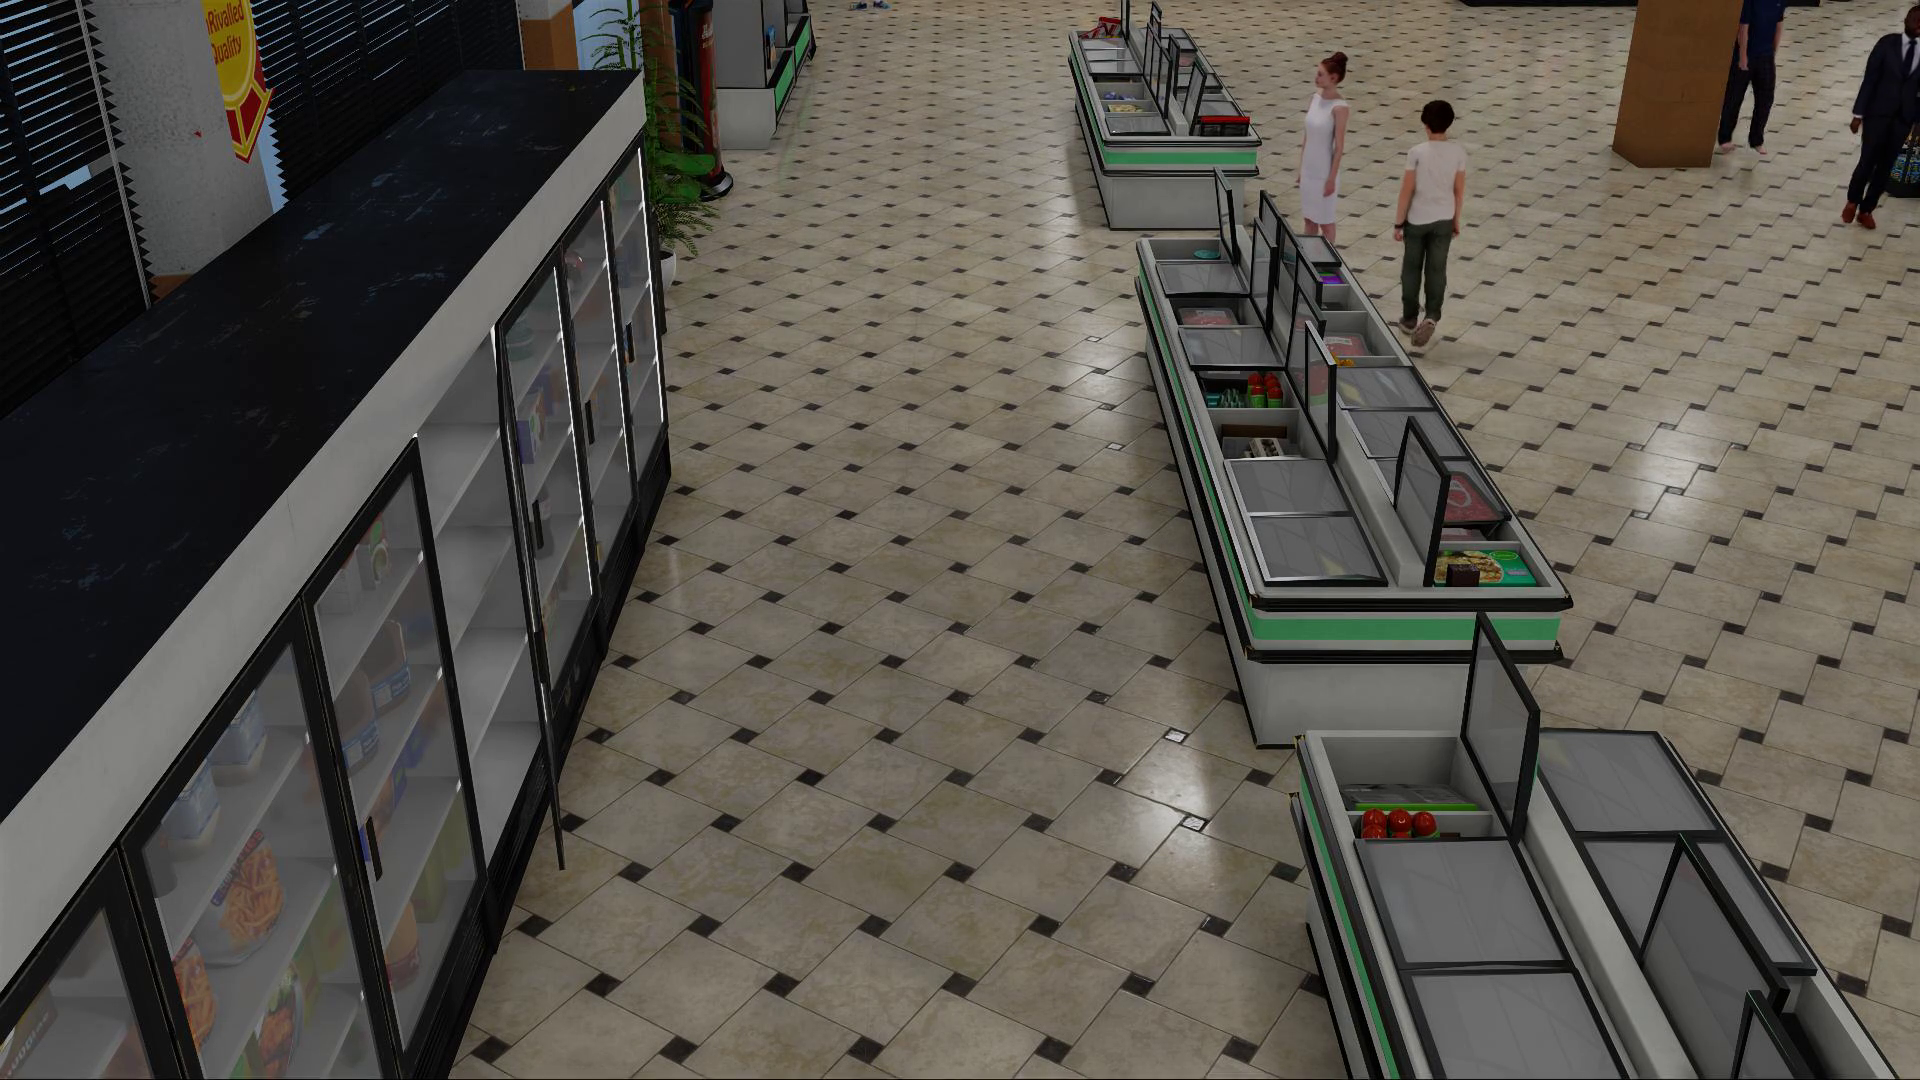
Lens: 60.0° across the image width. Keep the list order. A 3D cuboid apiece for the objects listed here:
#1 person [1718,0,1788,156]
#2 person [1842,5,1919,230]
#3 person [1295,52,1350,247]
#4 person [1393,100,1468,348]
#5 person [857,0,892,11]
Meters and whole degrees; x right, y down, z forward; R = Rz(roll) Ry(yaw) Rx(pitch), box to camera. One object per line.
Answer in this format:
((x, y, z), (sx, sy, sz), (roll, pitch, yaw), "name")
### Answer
((7.603, -4.684, 16.101), (0.678, 1.838, 0.804), (-2, 27, -3), "person")
((7.714, -3.535, 13.866), (0.757, 1.809, 0.695), (5, 27, 10), "person")
((2.656, -2.665, 12.170), (0.690, 1.792, 0.561), (-12, 29, -23), "person")
((3.190, -2.108, 11.247), (0.691, 1.633, 1.046), (3, 27, 5), "person")
((-1.336, -8.441, 23.558), (0.828, 1.793, 0.729), (0, 27, 0), "person")
